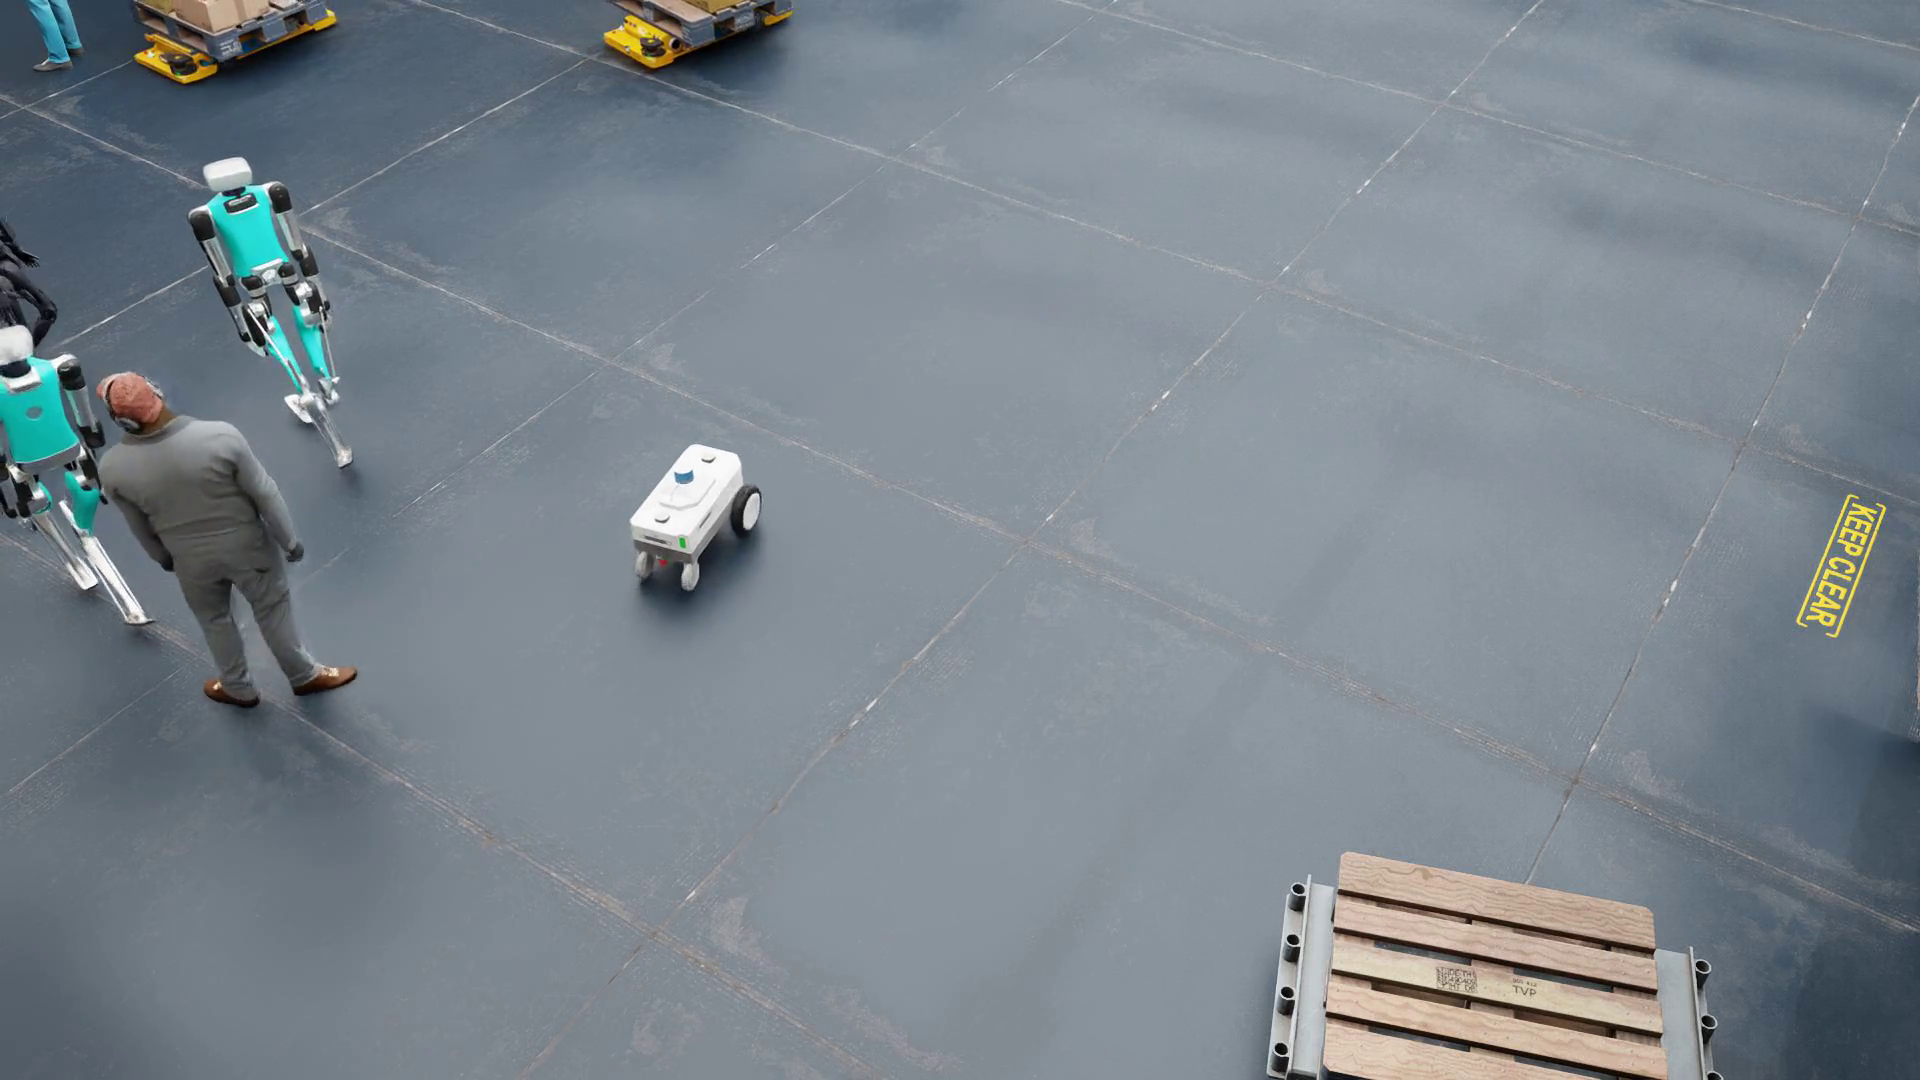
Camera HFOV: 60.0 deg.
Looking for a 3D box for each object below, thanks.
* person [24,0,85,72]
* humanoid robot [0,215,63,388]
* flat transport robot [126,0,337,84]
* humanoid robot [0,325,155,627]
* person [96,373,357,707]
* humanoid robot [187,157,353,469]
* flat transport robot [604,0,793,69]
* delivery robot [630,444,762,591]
[{"bbox_3d":[-7.106,-4.465,12.591,0.389,1.847,0.563,2,42,2],"label":"person"},{"bbox_3d":[-5.490,-1.558,9.464,0.364,1.643,0.587,-9,43,-10],"label":"humanoid robot"},{"bbox_3d":[-5.808,-4.070,13.334,0.659,0.231,1.431,27,48,27],"label":"flat transport robot"},{"bbox_3d":[-4.397,-0.332,8.051,0.563,1.739,1.027,-30,50,-29],"label":"humanoid robot"},{"bbox_3d":[-3.326,0.008,7.573,0.764,1.874,0.397,-7,42,-7],"label":"person"},{"bbox_3d":[-3.562,-1.114,8.960,0.536,1.724,1.066,-29,49,-29],"label":"humanoid robot"},{"bbox_3d":[-2.119,-4.229,13.512,1.431,0.231,0.659,-33,51,-31],"label":"flat transport robot"},{"bbox_3d":[-1.420,-0.168,8.735,0.499,0.571,0.756,14,44,15],"label":"delivery robot"}]
